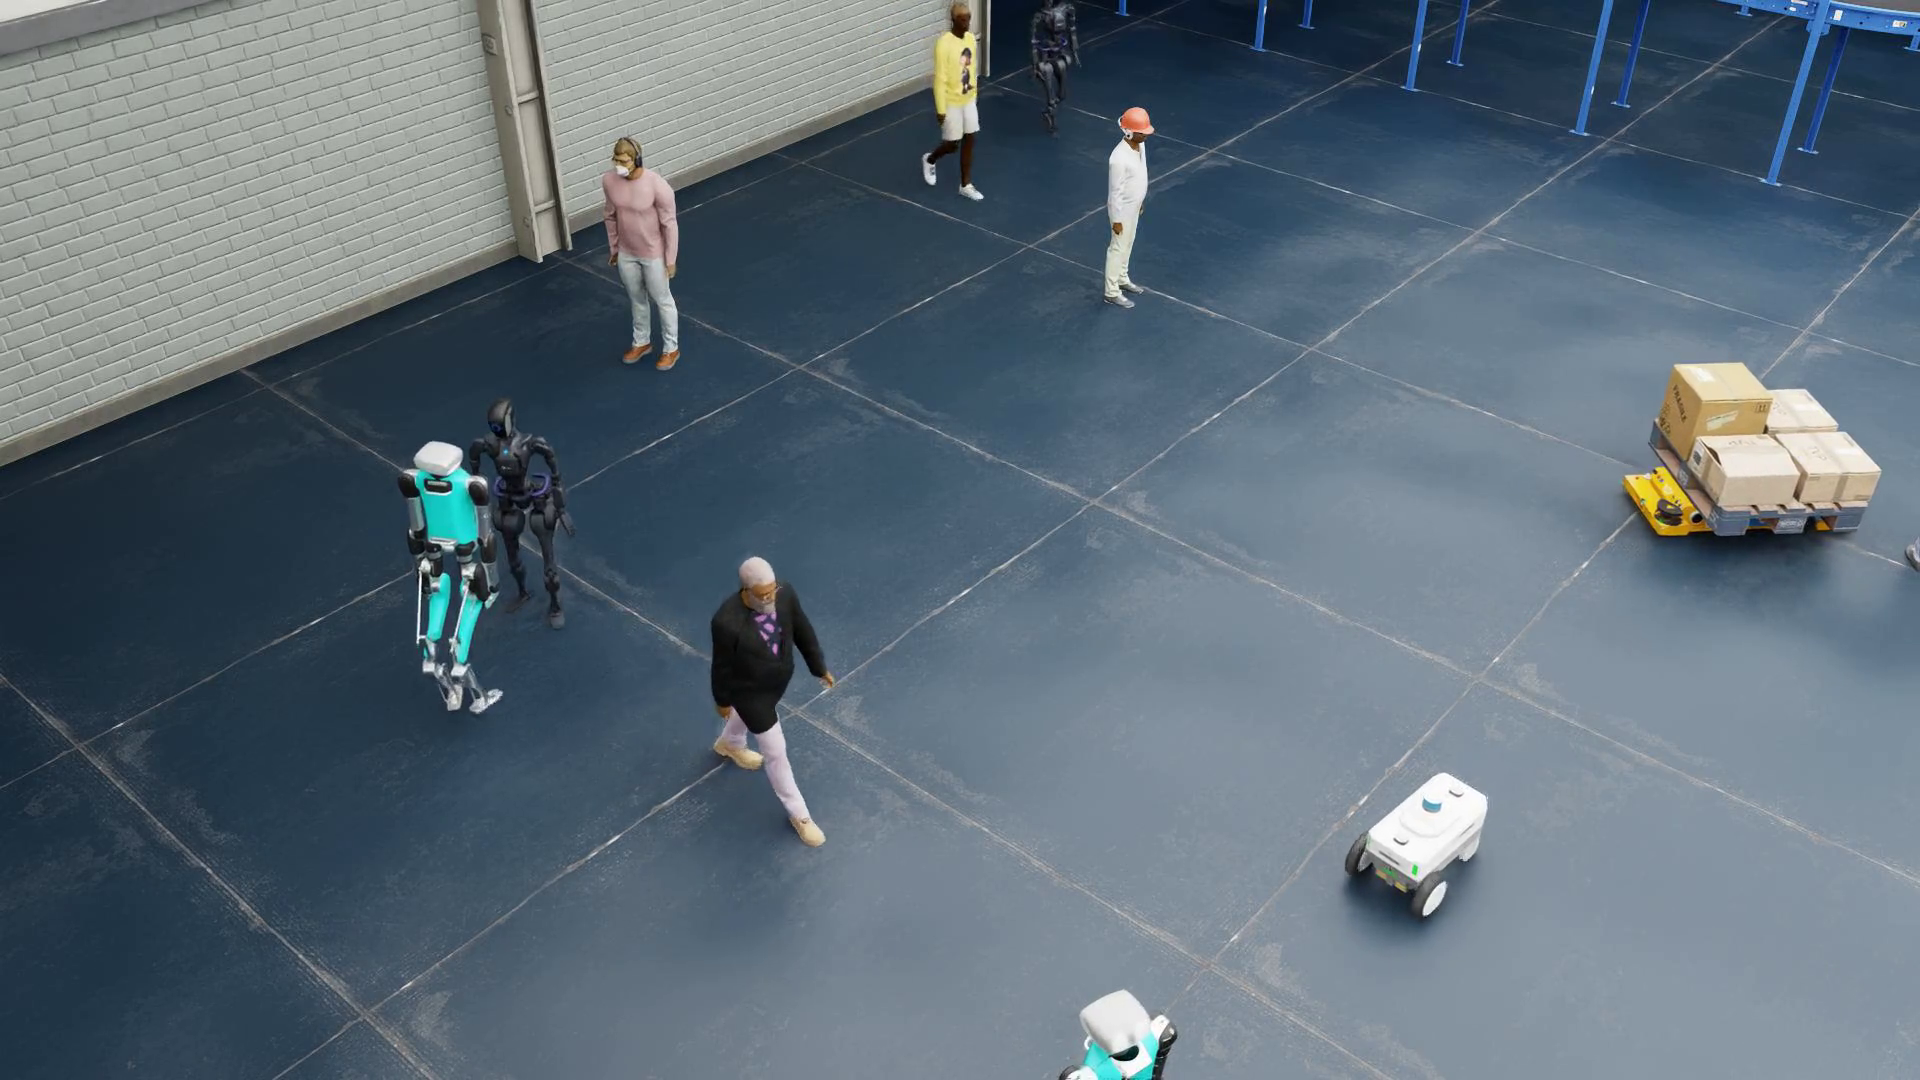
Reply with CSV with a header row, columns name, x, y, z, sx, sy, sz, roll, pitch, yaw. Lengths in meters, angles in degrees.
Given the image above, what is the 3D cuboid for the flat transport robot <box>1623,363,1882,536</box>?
name,x,y,z,sx,sy,sz,roll,pitch,yaw
flat transport robot,5.549,-0.309,11.822,1.431,0.231,0.659,-2,36,-3

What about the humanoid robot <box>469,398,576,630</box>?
name,x,y,z,sx,sy,sz,roll,pitch,yaw
humanoid robot,-2.735,-0.192,10.451,0.612,1.646,0.472,-1,35,-1

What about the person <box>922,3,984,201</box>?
name,x,y,z,sx,sy,sz,roll,pitch,yaw
person,-0.047,-4.188,15.873,0.563,1.885,0.612,-30,45,-35

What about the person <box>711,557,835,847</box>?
name,x,y,z,sx,sy,sz,roll,pitch,yaw
person,-1.094,0.738,9.041,0.979,1.806,0.606,28,44,34

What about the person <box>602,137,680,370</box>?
name,x,y,z,sx,sy,sz,roll,pitch,yaw
person,-2.503,-2.263,13.128,0.634,1.937,0.351,14,38,19

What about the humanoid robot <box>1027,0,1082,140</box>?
name,x,y,z,sx,sy,sz,roll,pitch,yaw
humanoid robot,0.935,-5.017,17.243,0.619,1.640,0.596,-16,38,-21

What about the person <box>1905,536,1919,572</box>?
name,x,y,z,sx,sy,sz,roll,pitch,yaw
person,6.641,-0.560,10.814,0.562,1.846,0.393,13,38,18

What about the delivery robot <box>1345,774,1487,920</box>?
name,x,y,z,sx,sy,sz,roll,pitch,yaw
delivery robot,2.487,1.584,8.903,0.769,0.580,0.499,-29,44,-34

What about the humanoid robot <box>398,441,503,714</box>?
name,x,y,z,sx,sy,sz,roll,pitch,yaw
humanoid robot,-2.976,0.341,9.631,0.546,1.775,0.730,5,36,7

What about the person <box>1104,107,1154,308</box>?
name,x,y,z,sx,sy,sz,roll,pitch,yaw
person,1.434,-2.825,14.082,0.347,1.745,0.563,15,38,19

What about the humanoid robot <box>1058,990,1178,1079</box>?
name,x,y,z,sx,sy,sz,roll,pitch,yaw
humanoid robot,0.462,2.362,6.768,0.532,1.753,0.682,-24,42,-30
